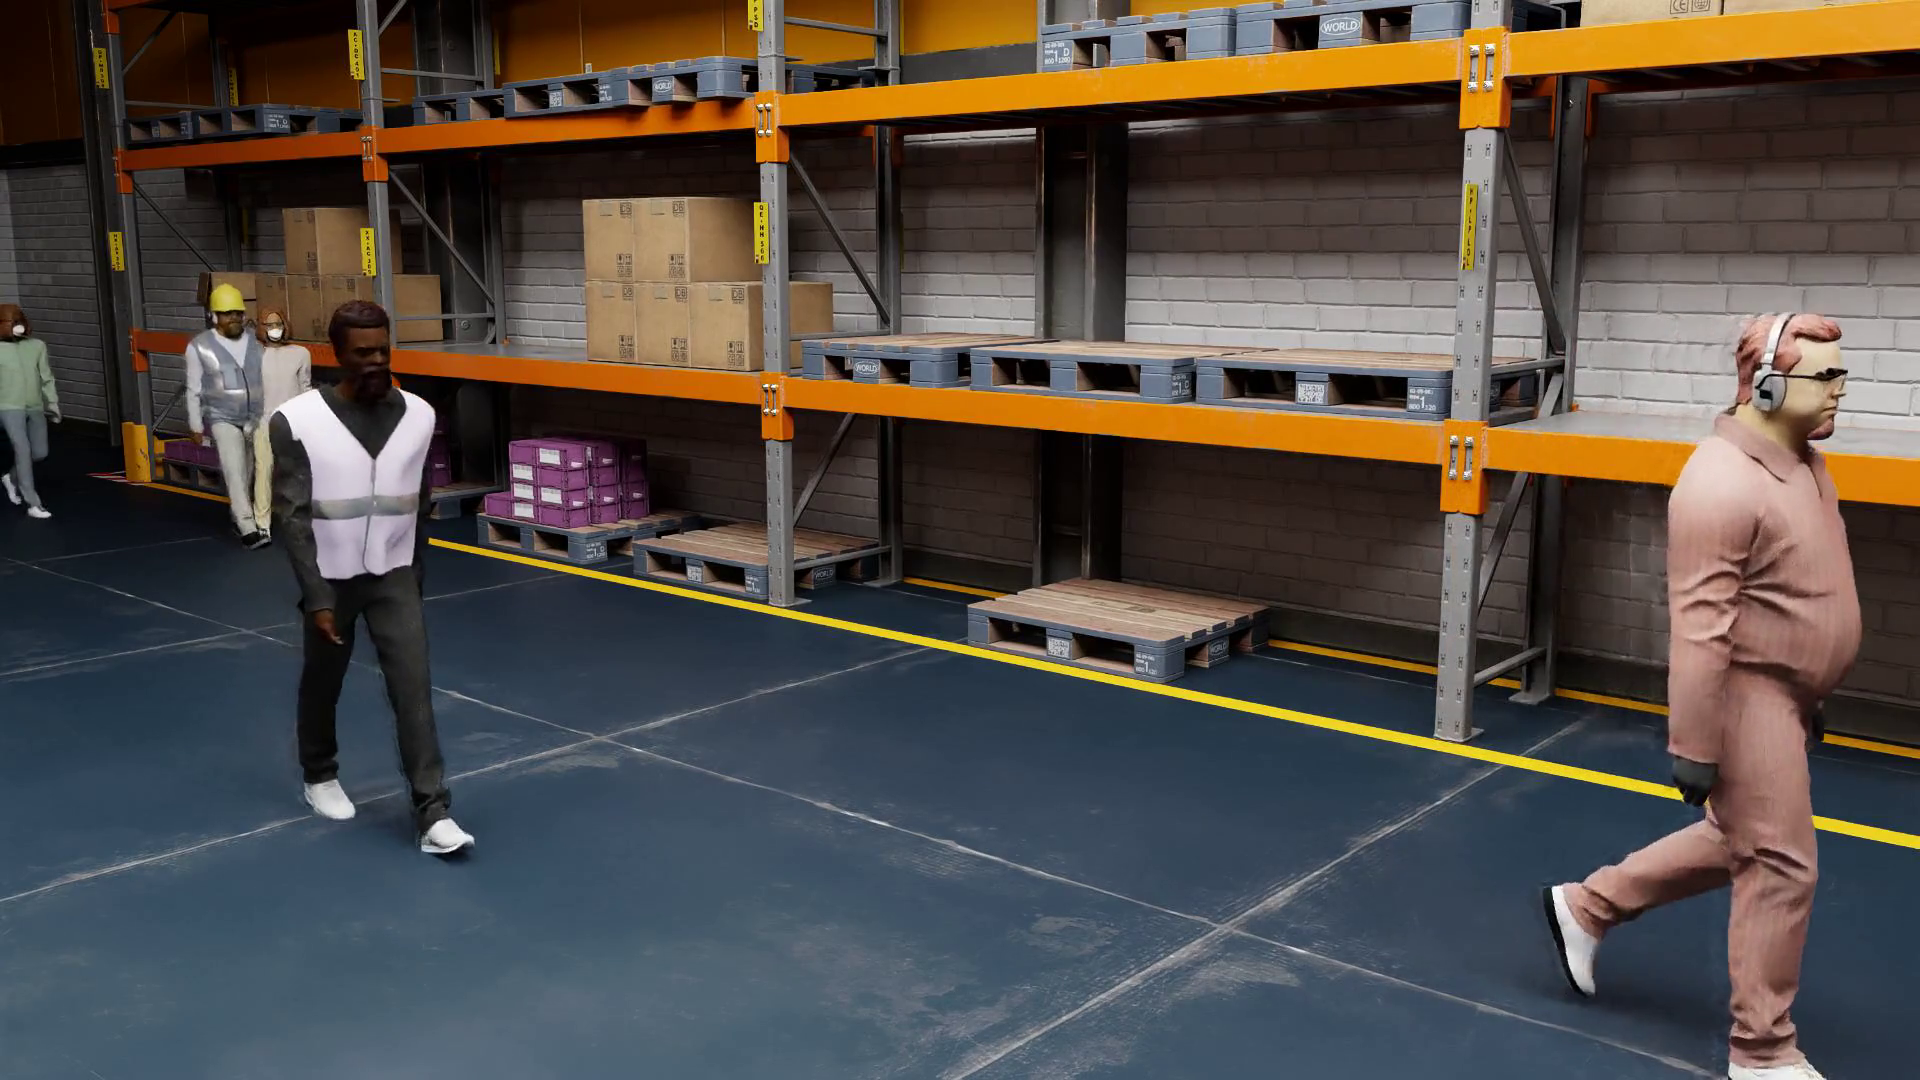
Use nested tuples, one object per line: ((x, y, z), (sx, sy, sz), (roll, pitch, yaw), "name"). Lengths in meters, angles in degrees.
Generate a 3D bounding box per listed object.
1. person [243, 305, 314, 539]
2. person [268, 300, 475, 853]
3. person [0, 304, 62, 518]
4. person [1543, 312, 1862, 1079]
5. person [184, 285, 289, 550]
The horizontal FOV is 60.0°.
((-4.697, -0.796, 11.471), (0.507, 1.632, 0.267), (-8, 13, -38), "person")
((-2.028, 0.118, 5.644), (0.573, 1.856, 1.038), (-9, 14, -43), "person")
((-7.136, -0.982, 12.582), (0.649, 1.612, 0.514), (6, 12, 30), "person")
((1.847, 0.386, 4.044), (0.763, 1.881, 0.650), (8, 13, 37), "person")
((-4.923, -0.842, 11.343), (0.960, 1.784, 0.586), (9, 14, 43), "person")
